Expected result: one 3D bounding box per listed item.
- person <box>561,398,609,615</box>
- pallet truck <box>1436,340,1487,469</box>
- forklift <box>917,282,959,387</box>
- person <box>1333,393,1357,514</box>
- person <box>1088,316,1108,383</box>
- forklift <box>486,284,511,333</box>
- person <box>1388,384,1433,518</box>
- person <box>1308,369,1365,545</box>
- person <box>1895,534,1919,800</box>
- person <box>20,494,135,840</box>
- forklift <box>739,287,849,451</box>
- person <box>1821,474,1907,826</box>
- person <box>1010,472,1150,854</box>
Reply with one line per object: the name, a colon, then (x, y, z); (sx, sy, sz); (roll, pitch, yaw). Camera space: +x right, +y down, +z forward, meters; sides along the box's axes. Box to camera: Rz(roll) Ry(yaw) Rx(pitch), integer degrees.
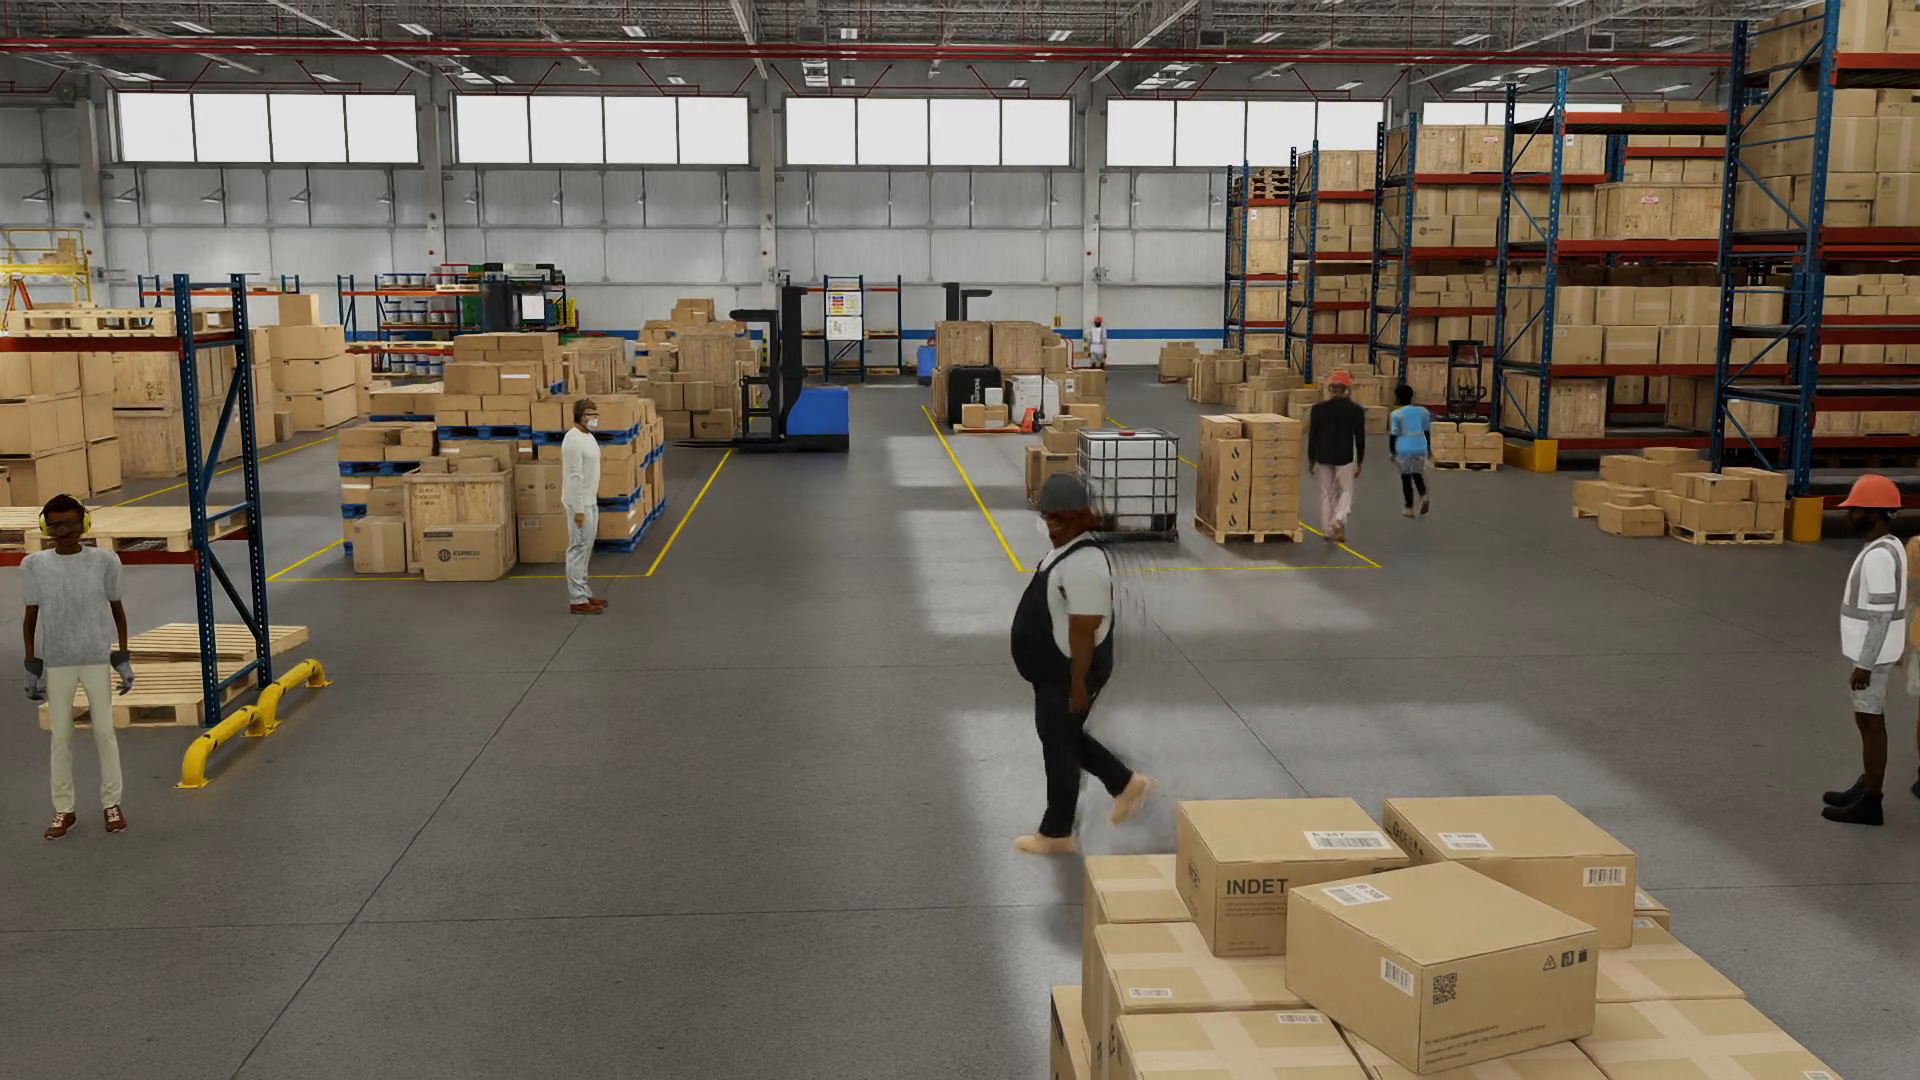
person: (-3.372, -0.306, 14.912); (0.378, 1.937, 0.628); (0, 9, 0)
pallet truck: (8.004, -2.170, 26.422); (0.823, 1.965, 1.885); (2, 9, 14)
forklift: (-0.217, -5.567, 44.984); (1.873, 2.768, 1.129); (-1, 9, -4)
person: (4.751, -1.079, 20.794); (0.526, 1.600, 0.887); (3, 10, 19)
person: (3.808, -5.196, 45.731); (0.573, 1.890, 0.981); (4, 10, 22)
forklift: (-10.054, -4.217, 36.511); (1.873, 2.768, 1.129); (-1, 9, -4)
person: (5.611, -1.105, 20.727); (0.594, 1.666, 0.421); (-2, 9, -11)
person: (4.191, -0.908, 18.570); (0.628, 1.980, 0.550); (3, 10, 20)
person: (5.630, 0.567, 9.472); (0.562, 1.927, 0.387); (4, 10, 21)
person: (-4.756, 0.675, 8.969); (0.538, 1.866, 0.312); (-3, 10, -21)
forklift: (-2.857, -2.959, 28.607); (1.873, 2.768, 1.129); (-1, 9, -4)
person: (4.996, 0.605, 9.185); (0.379, 1.937, 0.547); (6, 11, 31)
person: (0.611, 0.631, 8.695); (0.703, 2.000, 0.689); (0, 9, -3)
